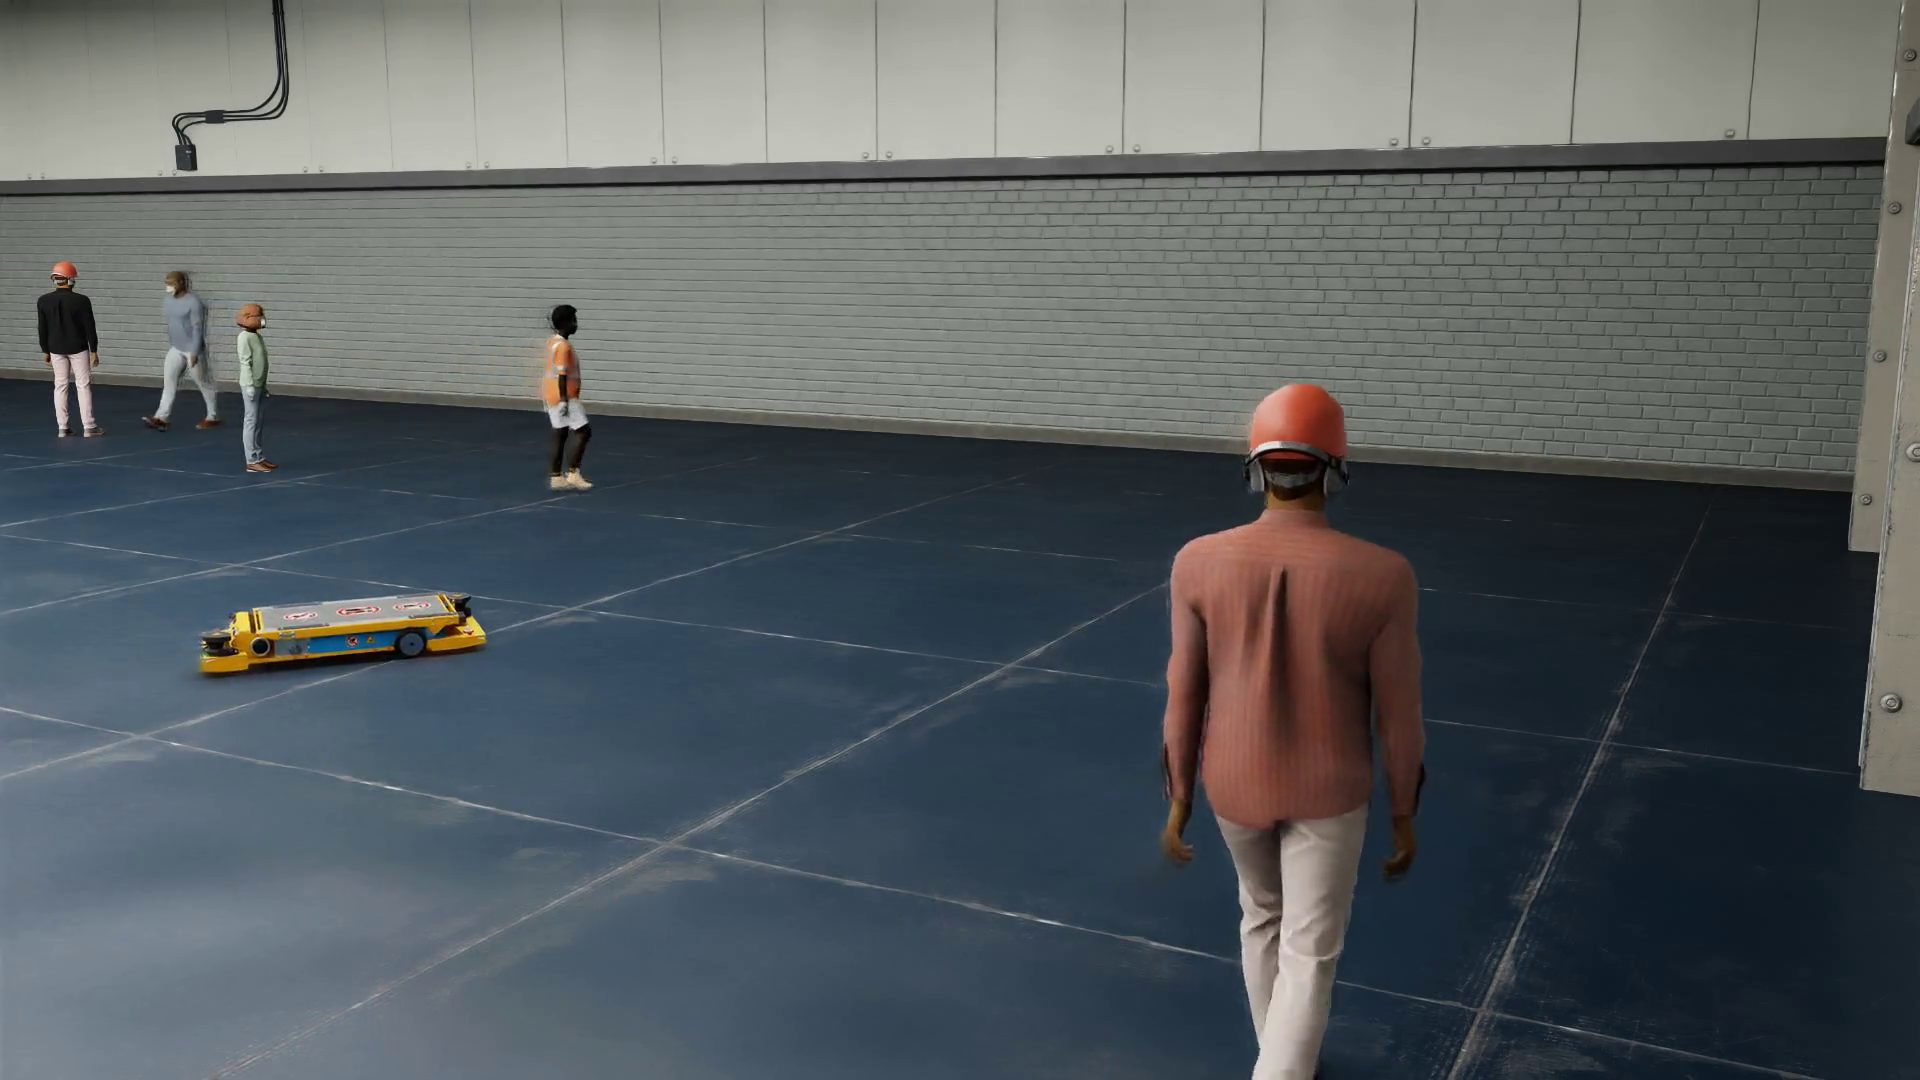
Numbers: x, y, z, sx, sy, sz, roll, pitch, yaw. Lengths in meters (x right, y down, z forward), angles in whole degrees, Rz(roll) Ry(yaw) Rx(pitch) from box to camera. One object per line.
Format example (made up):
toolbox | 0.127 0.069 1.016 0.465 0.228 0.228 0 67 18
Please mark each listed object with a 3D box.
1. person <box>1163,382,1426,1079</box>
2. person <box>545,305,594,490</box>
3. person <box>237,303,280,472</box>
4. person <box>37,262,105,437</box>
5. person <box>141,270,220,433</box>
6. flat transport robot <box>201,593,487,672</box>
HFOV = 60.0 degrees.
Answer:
person | 0.794 0.600 4.023 0.626 1.957 0.970 5 12 26
person | -3.491 -1.269 14.956 0.499 1.681 0.537 -4 11 -21
person | -6.876 -1.487 16.254 0.278 1.636 0.499 -1 10 -6
person | -10.156 -2.169 18.996 0.622 1.992 0.393 -1 10 -3
person | -9.106 -2.188 19.411 0.650 1.879 1.017 4 11 22
flat transport robot | -3.404 0.492 9.191 1.431 0.197 0.652 -5 11 -24
